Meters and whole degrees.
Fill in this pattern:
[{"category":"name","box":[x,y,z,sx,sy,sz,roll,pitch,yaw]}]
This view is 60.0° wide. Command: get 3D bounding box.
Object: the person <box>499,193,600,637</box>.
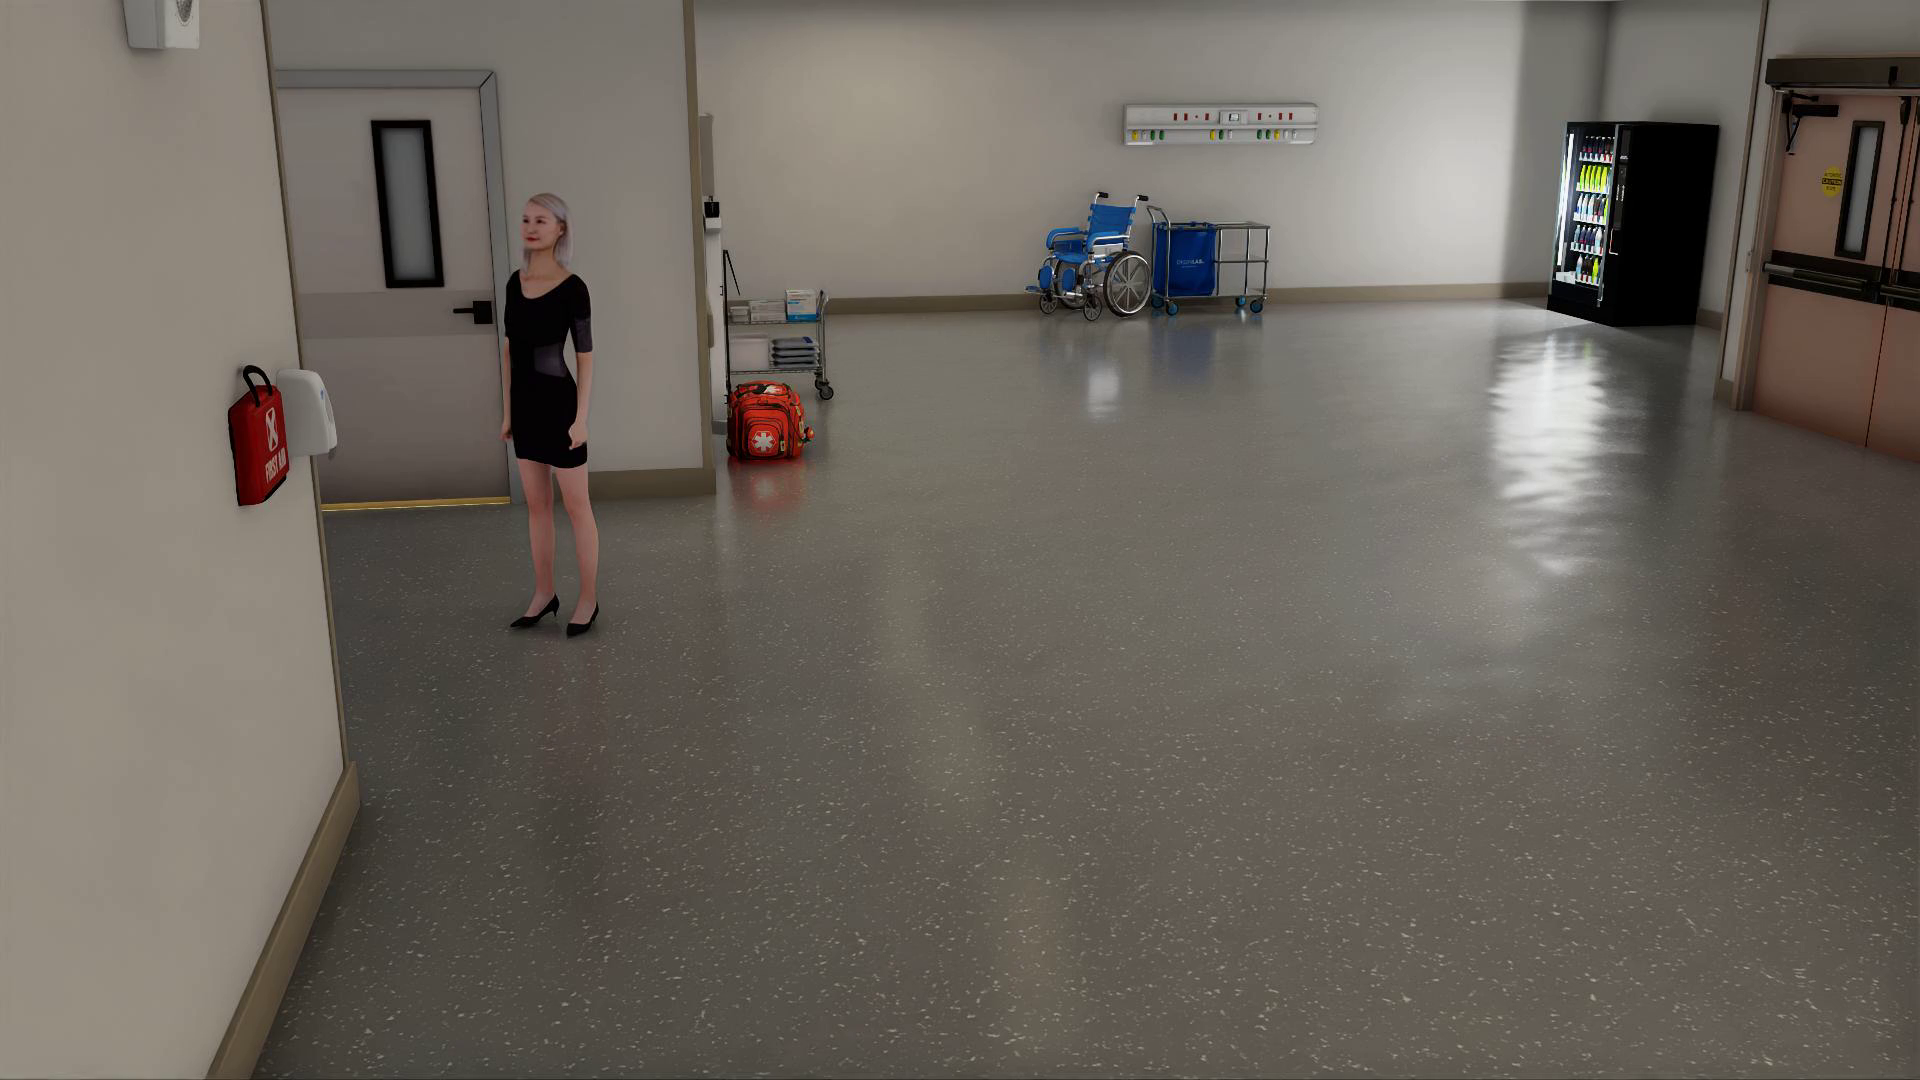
[{"category":"person","box":[-1.710,-0.516,6.940,0.662,1.827,0.685,7,17,23]}]
